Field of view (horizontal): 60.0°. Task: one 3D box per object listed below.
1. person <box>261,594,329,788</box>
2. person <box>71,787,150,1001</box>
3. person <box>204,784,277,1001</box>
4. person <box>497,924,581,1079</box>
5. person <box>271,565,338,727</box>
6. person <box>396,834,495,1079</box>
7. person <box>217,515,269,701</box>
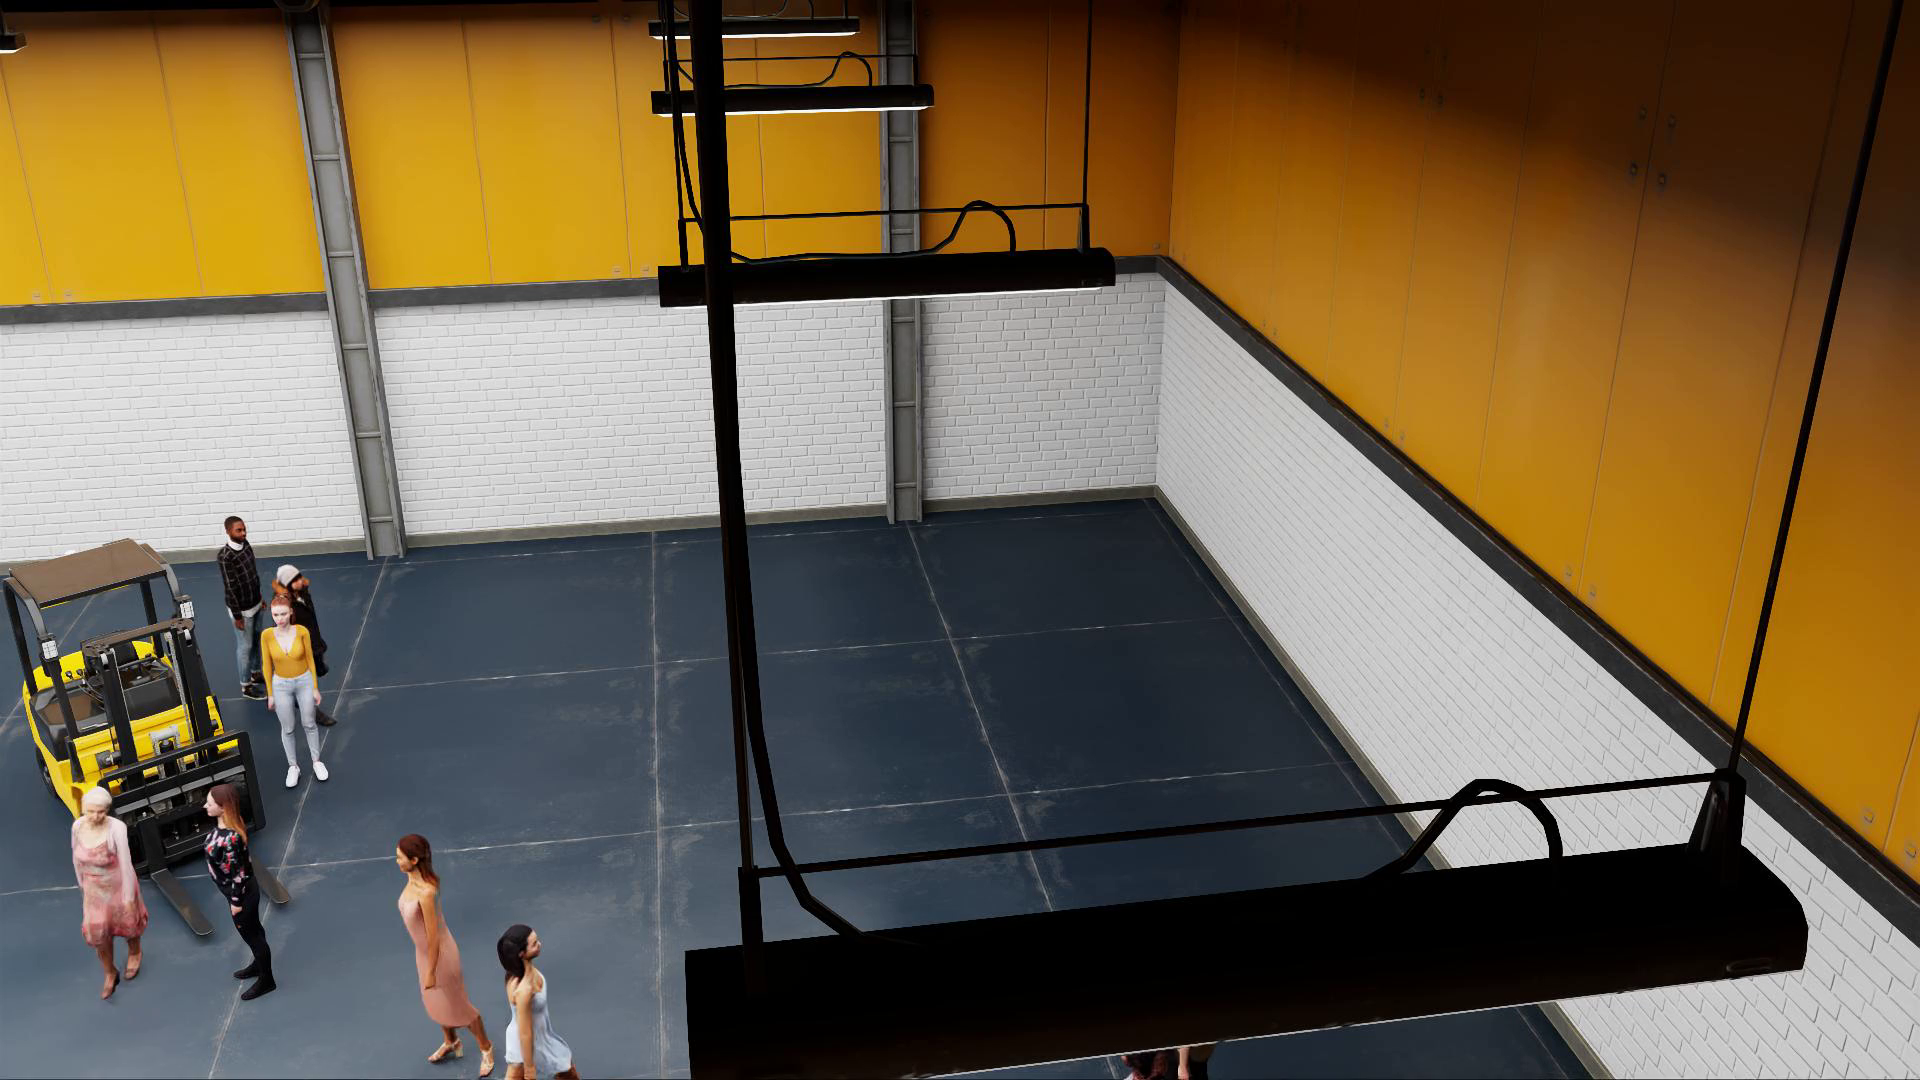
[{"bbox_3d":[-5.751,1.281,14.350,0.566,1.750,0.697,-9,25,-20],"label":"person"},{"bbox_3d":[-6.040,2.435,11.824,0.700,1.659,0.721,3,24,7],"label":"person"},{"bbox_3d":[-5.085,2.454,11.749,0.605,1.683,0.626,-12,26,-26],"label":"person"},{"bbox_3d":[-2.726,3.119,10.233,1.201,1.681,0.759,-9,25,-20],"label":"person"},{"bbox_3d":[-6.081,0.961,15.247,0.863,1.618,0.740,3,24,7],"label":"person"},{"bbox_3d":[-3.392,2.733,10.943,0.787,1.819,0.753,-20,31,-38],"label":"person"},{"bbox_3d":[-6.807,0.610,15.798,0.641,1.820,0.708,2,24,3],"label":"person"}]
